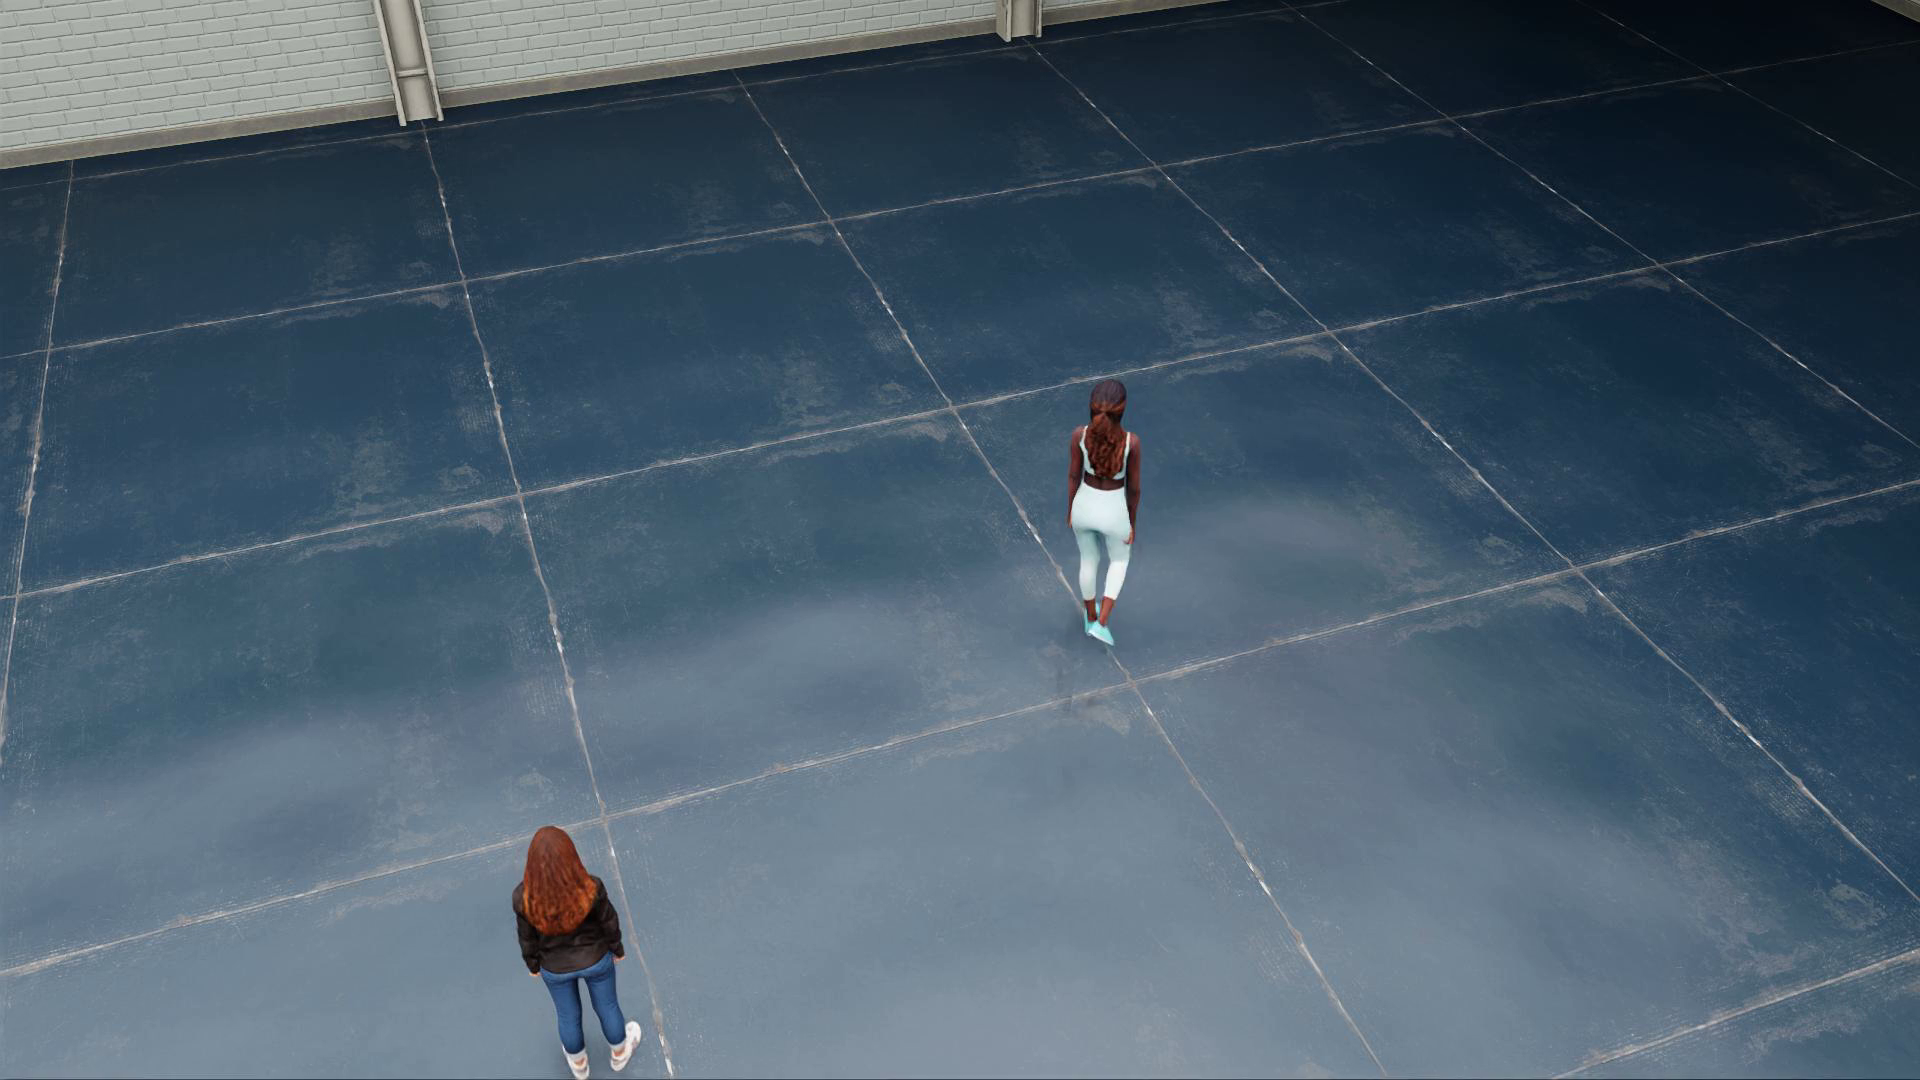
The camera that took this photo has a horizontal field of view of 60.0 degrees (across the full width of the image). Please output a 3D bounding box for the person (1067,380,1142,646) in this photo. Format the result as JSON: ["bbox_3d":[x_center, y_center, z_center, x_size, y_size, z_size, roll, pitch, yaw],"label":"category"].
[{"bbox_3d":[0.765,-0.088,9.183,0.829,1.713,0.846,8,39,10],"label":"person"}]

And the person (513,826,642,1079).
[{"bbox_3d":[-1.629,1.750,7.021,0.464,1.483,0.645,-8,39,-10],"label":"person"}]
